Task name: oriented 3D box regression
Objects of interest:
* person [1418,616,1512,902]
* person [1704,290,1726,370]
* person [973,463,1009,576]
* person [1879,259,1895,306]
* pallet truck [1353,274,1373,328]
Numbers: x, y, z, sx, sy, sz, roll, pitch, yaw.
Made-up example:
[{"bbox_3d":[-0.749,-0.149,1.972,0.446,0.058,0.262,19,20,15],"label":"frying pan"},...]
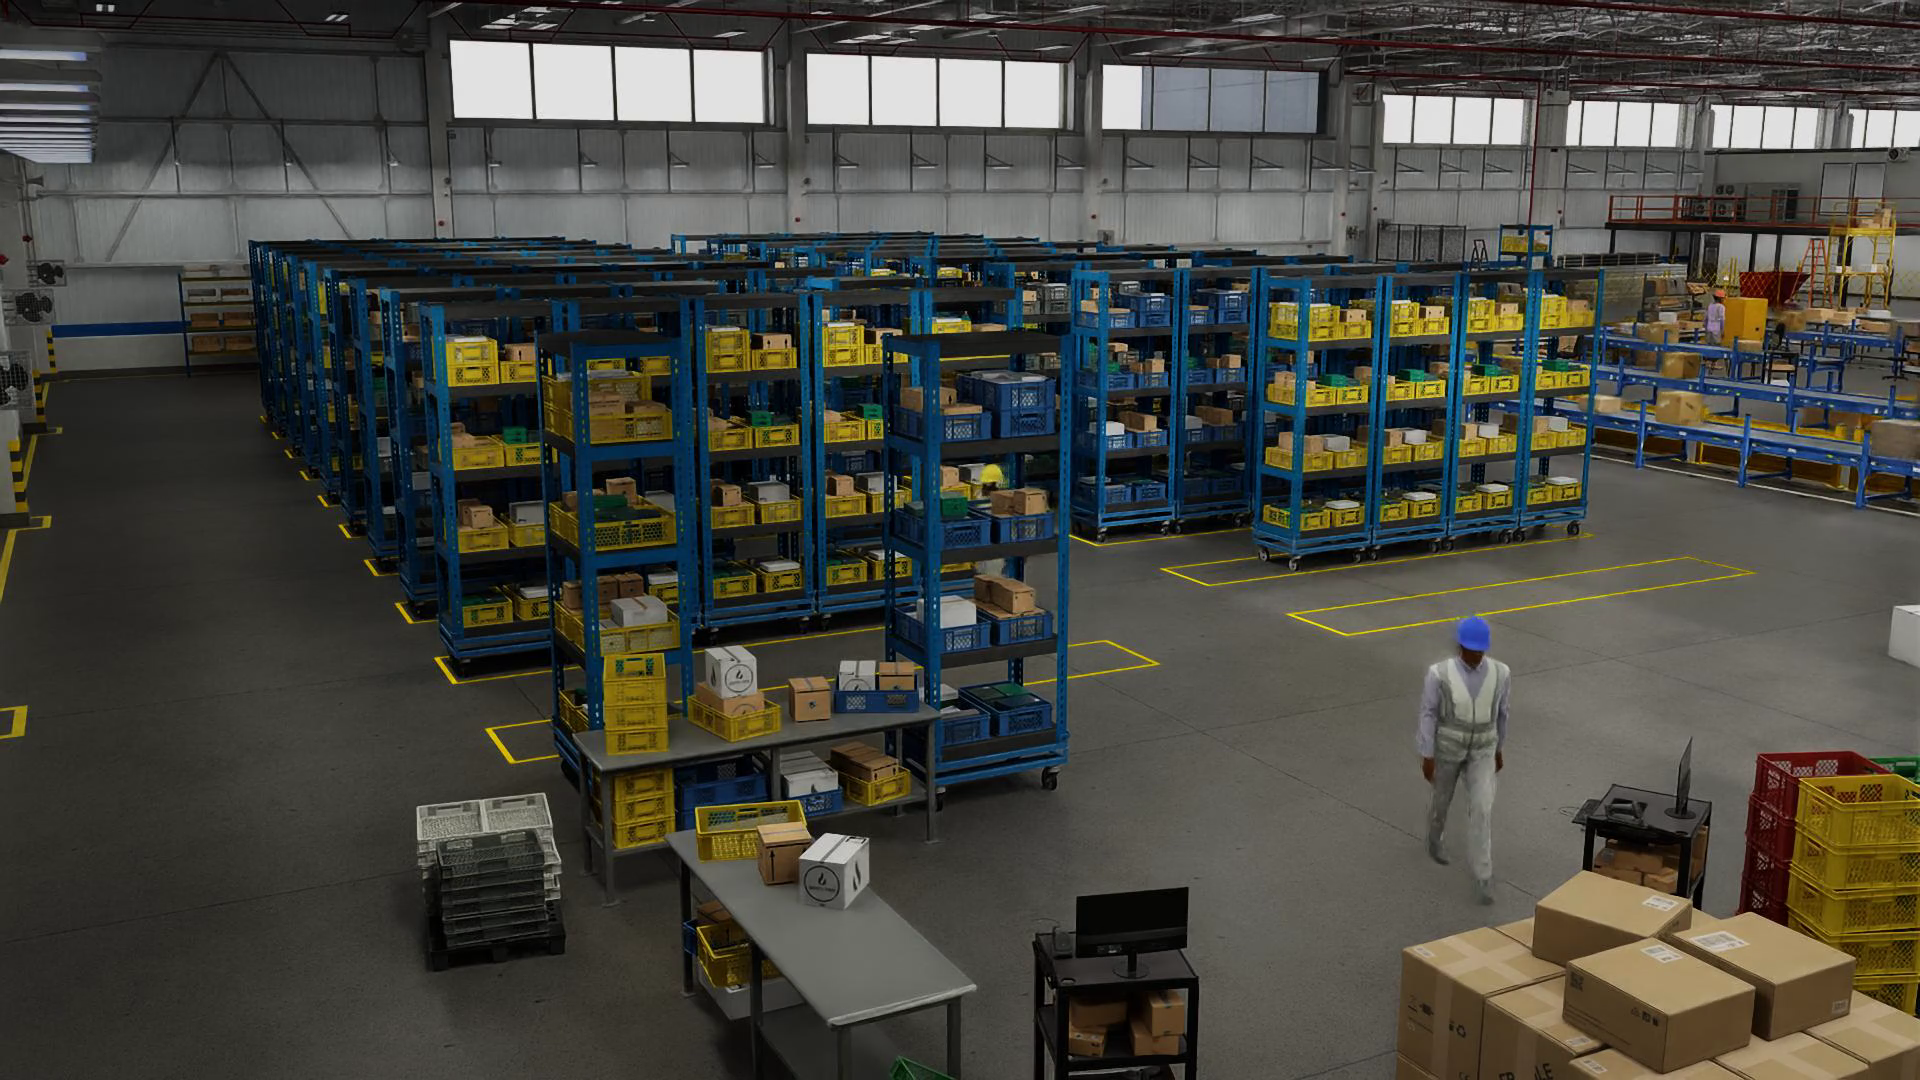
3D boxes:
[{"bbox_3d":[3.409,1.412,11.268,0.625,1.885,1.020,1,12,3],"label":"person"},{"bbox_3d":[19.416,-5.397,42.746,0.392,2.035,0.605,-5,13,-21],"label":"person"},{"bbox_3d":[0.395,0.052,17.784,0.649,1.809,0.603,-10,16,-39],"label":"person"},{"bbox_3d":[36.177,-10.026,64.846,0.505,1.846,0.346,-8,15,-35],"label":"person"},{"bbox_3d":[13.011,-8.050,55.243,0.823,1.965,1.885,-7,14,-28],"label":"pallet truck"}]
